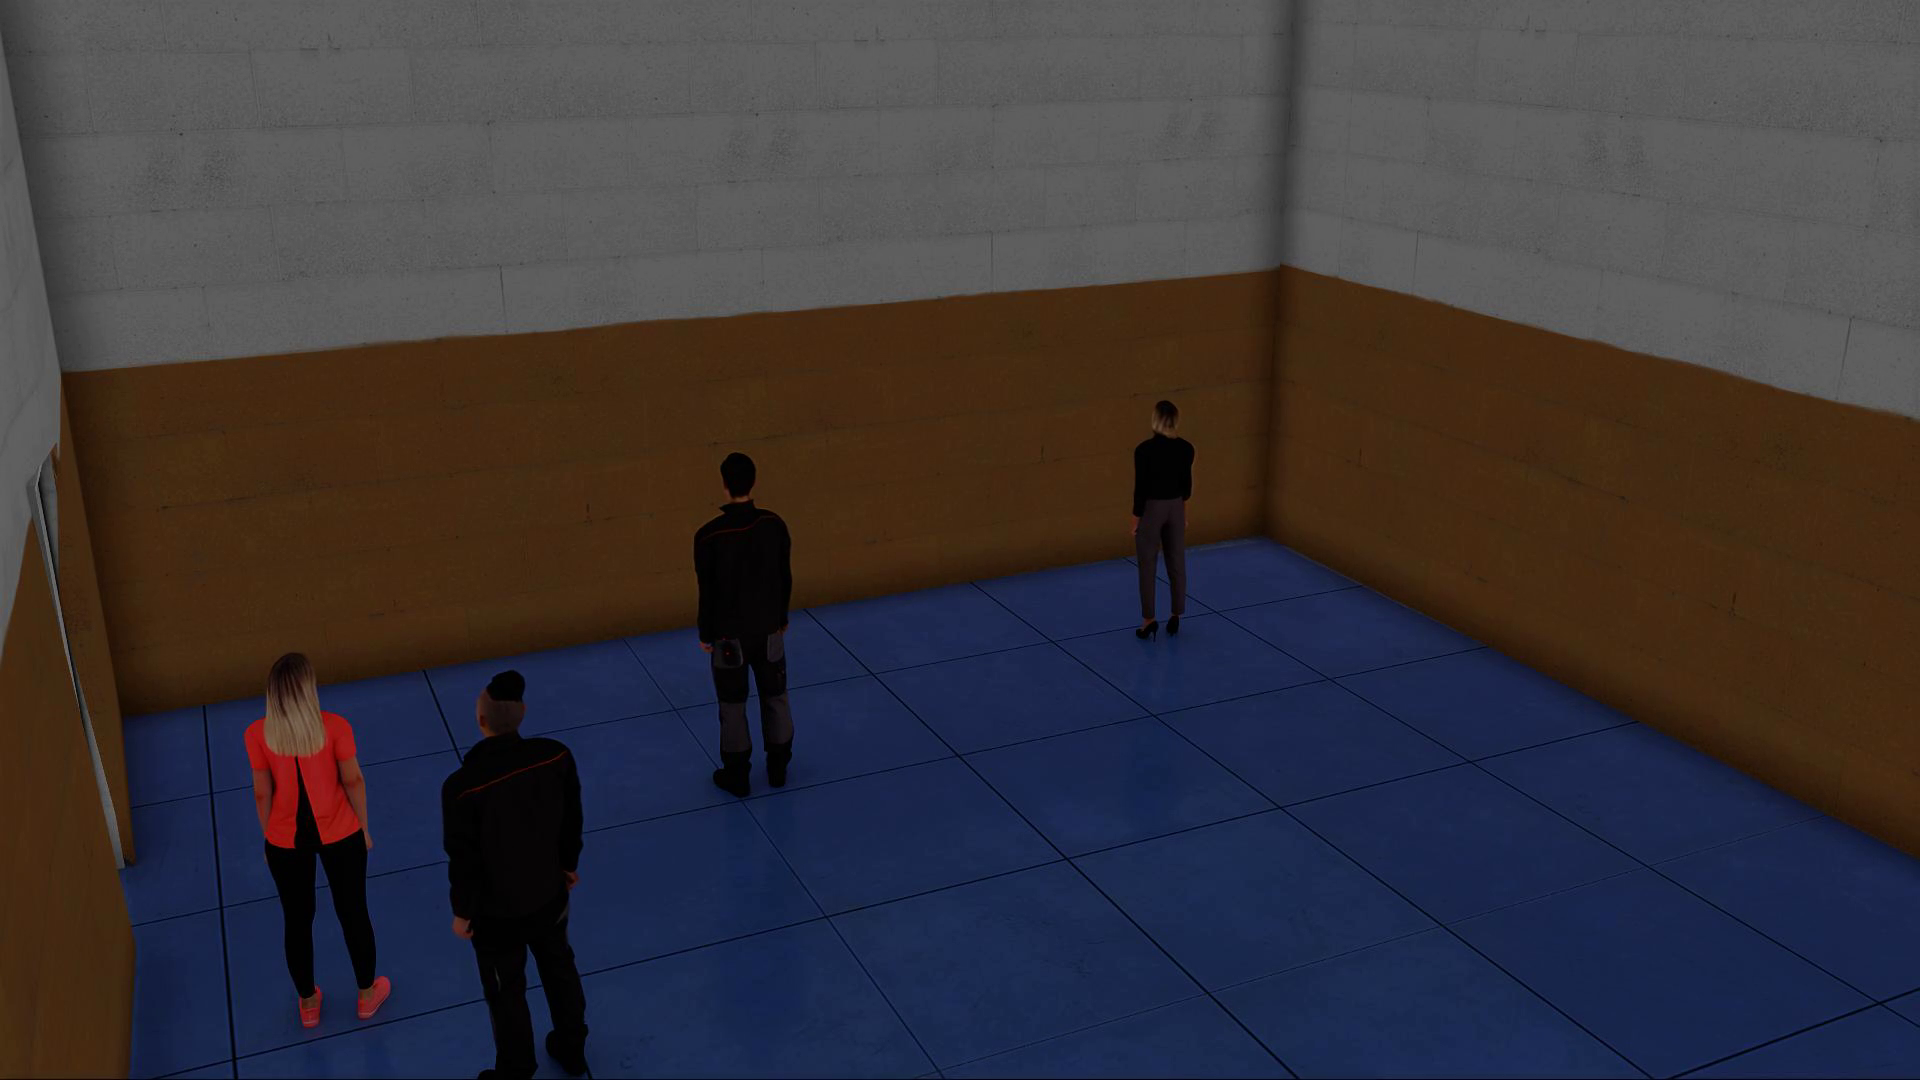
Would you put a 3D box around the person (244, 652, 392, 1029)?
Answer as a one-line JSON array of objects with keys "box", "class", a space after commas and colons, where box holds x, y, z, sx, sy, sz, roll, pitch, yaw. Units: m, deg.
[{"box": [-2.754, 1.274, 7.093, 0.541, 1.693, 0.702, -4, 19, -11], "class": "person"}]

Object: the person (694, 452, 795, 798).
[{"box": [-1.171, 0.458, 9.118, 0.522, 1.946, 0.758, -9, 21, -26], "class": "person"}]

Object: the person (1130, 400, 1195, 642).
[{"box": [1.364, -0.129, 11.290, 0.488, 1.670, 0.667, -7, 20, -20], "class": "person"}]

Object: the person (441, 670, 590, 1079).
[{"box": [-1.741, 1.354, 6.559, 0.903, 1.859, 0.710, 17, 25, 41], "class": "person"}]
